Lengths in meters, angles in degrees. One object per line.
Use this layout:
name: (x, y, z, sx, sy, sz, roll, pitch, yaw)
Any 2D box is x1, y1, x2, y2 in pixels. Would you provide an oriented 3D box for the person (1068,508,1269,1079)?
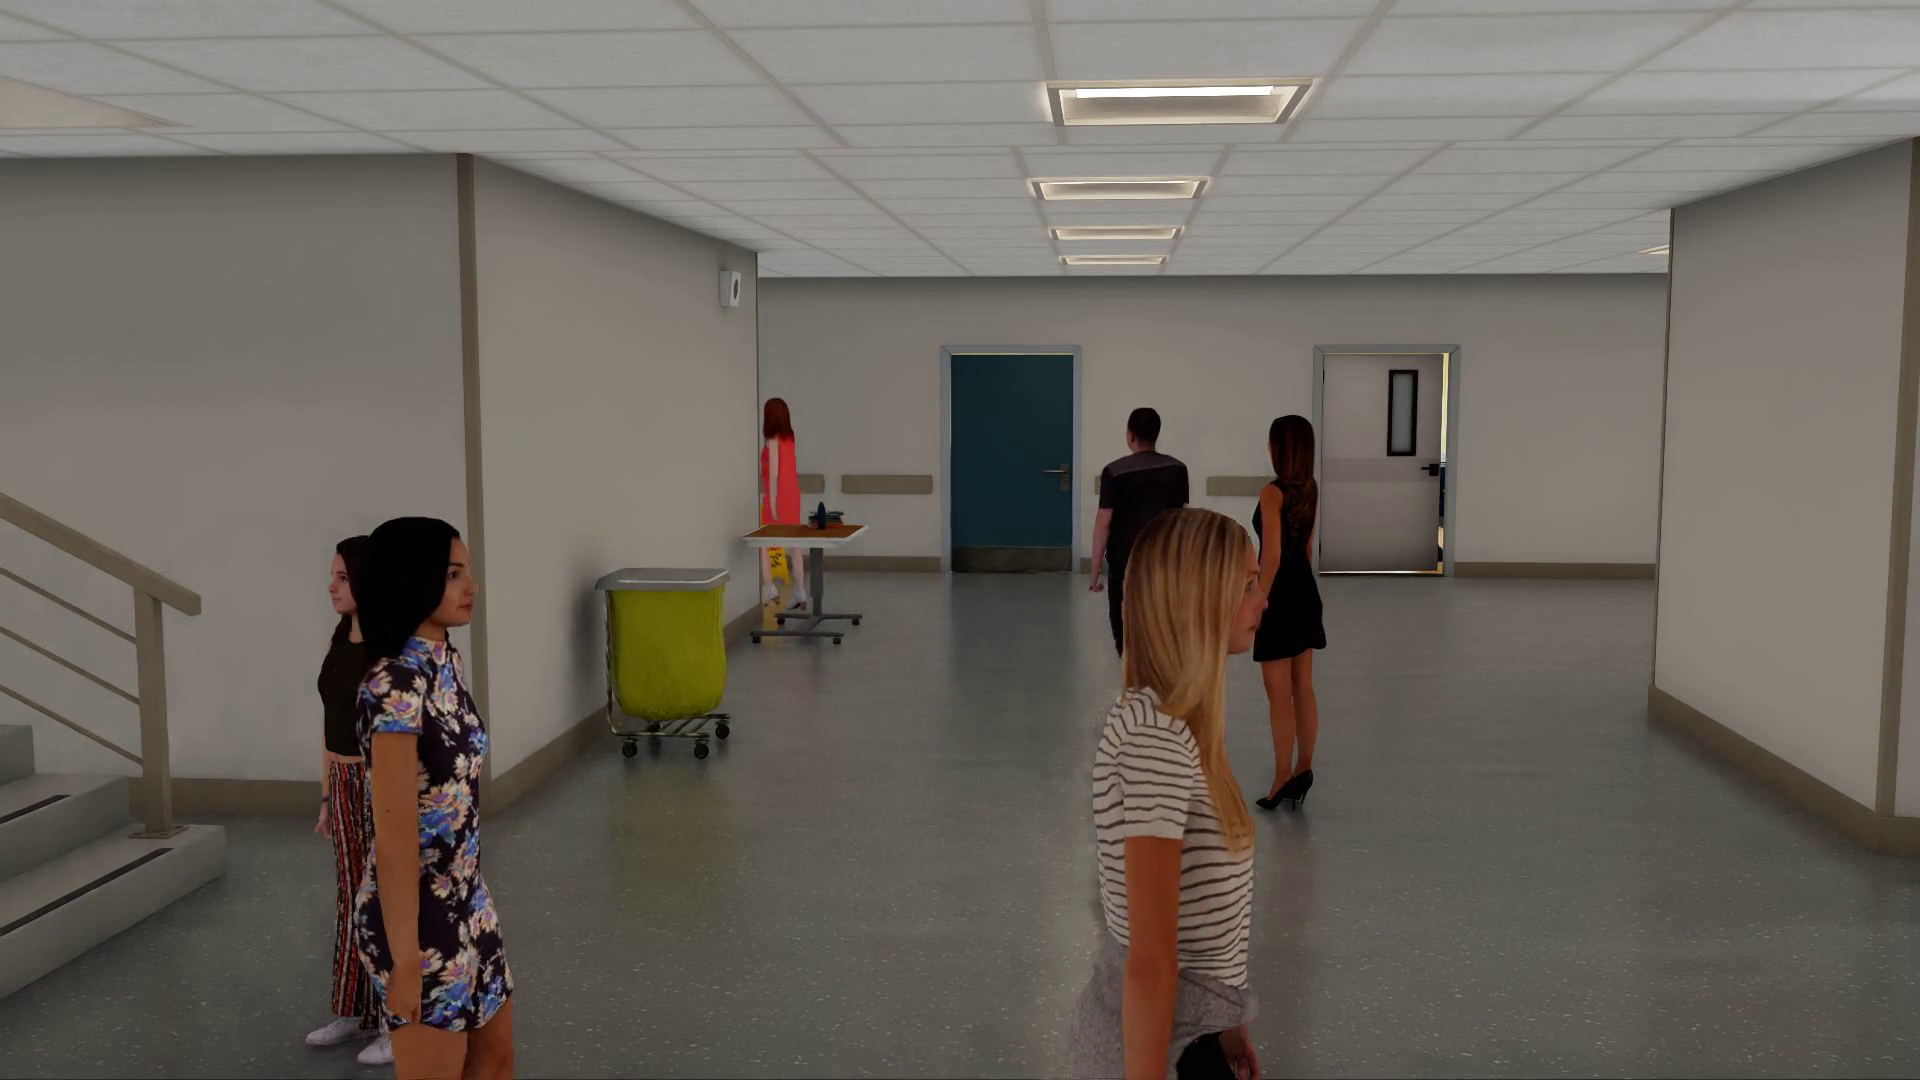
person: (0.212, 0.862, 2.660, 0.734, 1.808, 0.671, -1, 6, -6)

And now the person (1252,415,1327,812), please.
person: (1.521, 0.337, 7.744, 0.708, 1.835, 0.666, 6, 8, 44)

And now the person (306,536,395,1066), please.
person: (-1.742, 0.755, 4.953, 0.615, 1.562, 0.710, 4, 7, 37)

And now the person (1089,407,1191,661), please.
person: (1.042, 0.208, 9.118, 1.213, 1.816, 1.083, -2, 6, -19)

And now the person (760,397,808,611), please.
person: (-1.432, -0.287, 14.080, 0.773, 1.807, 0.718, 3, 6, 27)

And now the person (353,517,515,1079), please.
person: (-1.200, 0.822, 3.510, 0.967, 1.716, 0.667, 0, 6, -3)
